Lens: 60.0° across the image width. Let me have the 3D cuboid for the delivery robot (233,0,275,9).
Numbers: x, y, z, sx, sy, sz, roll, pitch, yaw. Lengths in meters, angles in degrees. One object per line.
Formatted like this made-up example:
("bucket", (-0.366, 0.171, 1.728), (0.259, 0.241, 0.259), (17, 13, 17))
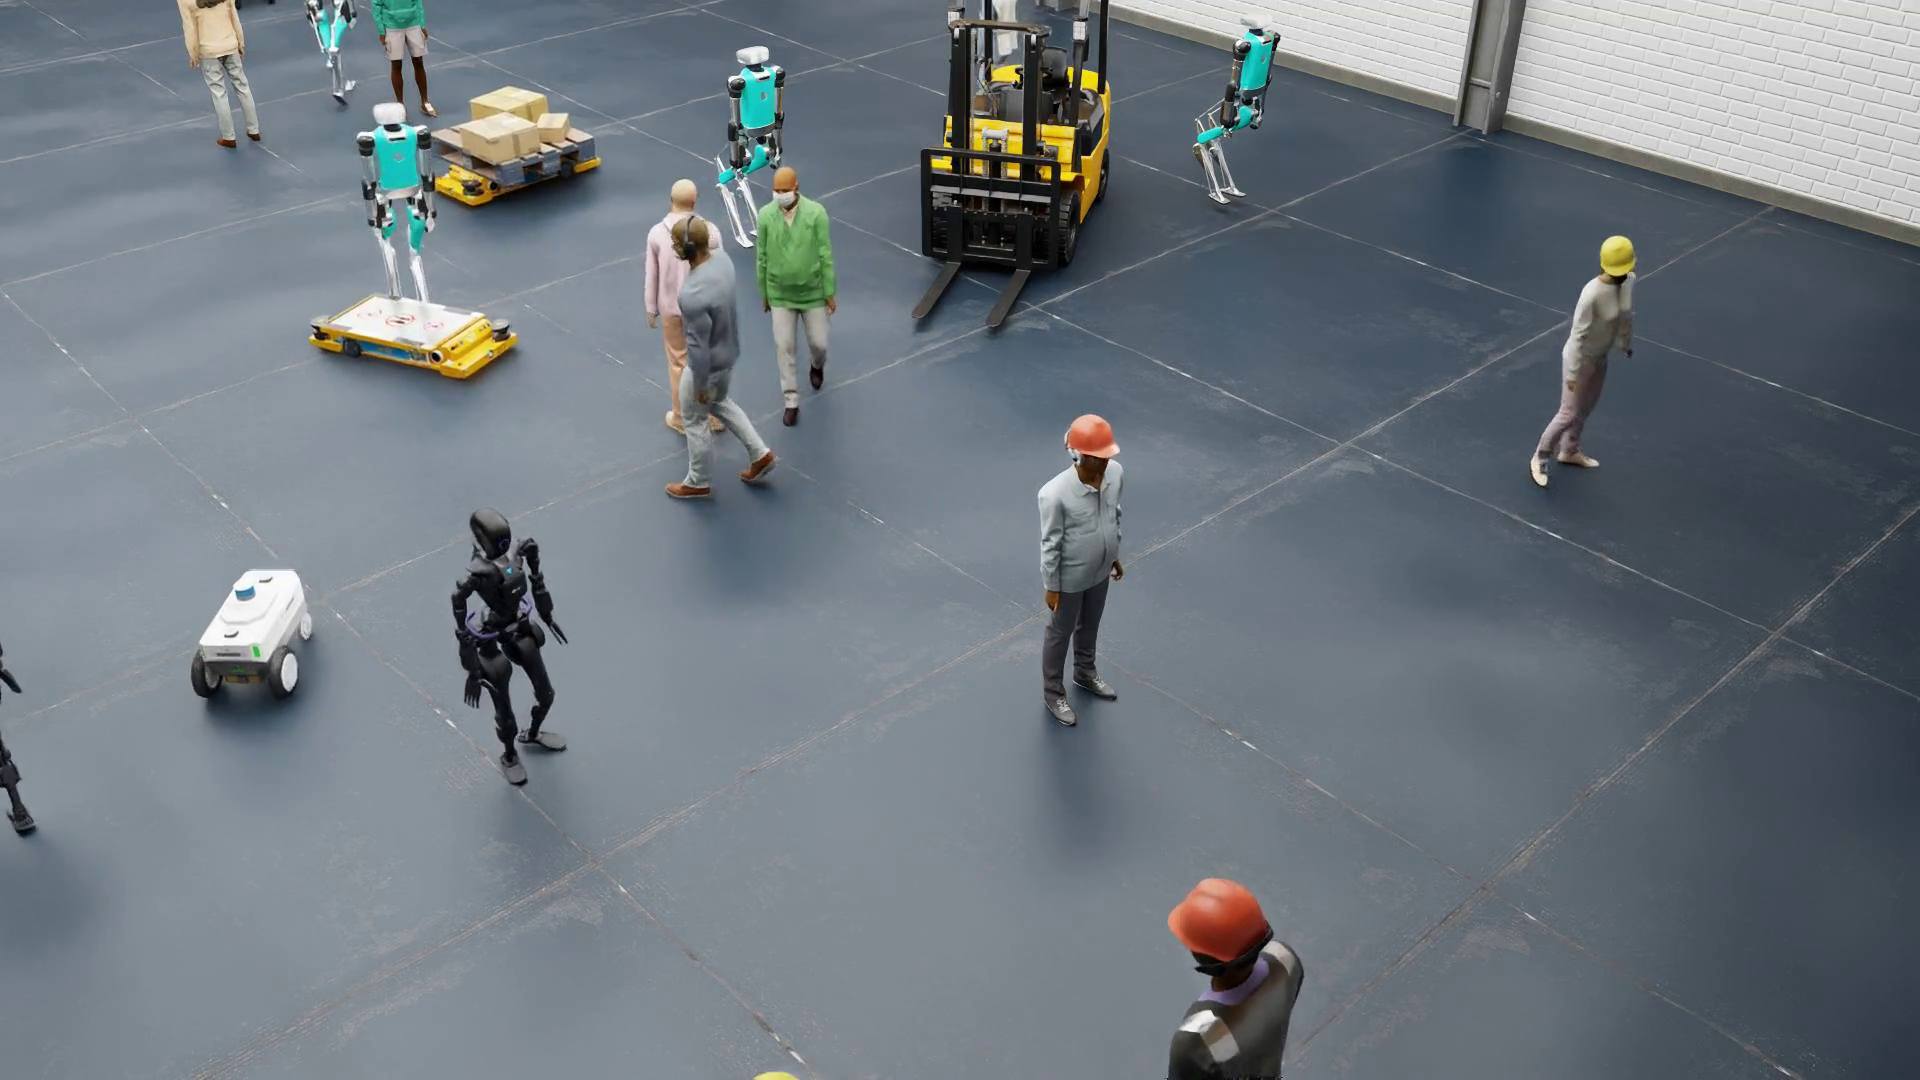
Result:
("delivery robot", (-8.852, -6.915, 20.532), (0.499, 0.587, 0.772), (-23, 40, -31))

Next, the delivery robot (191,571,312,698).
("delivery robot", (-3.878, 0.492, 9.147), (0.499, 0.587, 0.789), (0, 33, 0))

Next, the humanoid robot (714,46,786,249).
("humanoid robot", (-1.798, -3.286, 13.755), (0.533, 1.677, 0.735), (-27, 41, -35))

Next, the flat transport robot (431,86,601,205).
("flat transport robot", (-4.134, -3.470, 15.506), (0.659, 0.231, 1.431), (27, 42, 35))

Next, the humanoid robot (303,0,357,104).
("humanoid robot", (-6.527, -5.334, 17.082), (0.531, 1.779, 1.037), (-2, 33, -3))

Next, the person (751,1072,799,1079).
("person", (-0.582, 2.330, 5.147), (0.838, 1.833, 0.831), (-20, 38, -27))

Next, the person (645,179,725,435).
("person", (-1.807, -1.534, 11.166), (0.560, 1.767, 0.438), (-7, 34, -11))

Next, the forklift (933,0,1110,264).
("forklift", (0.570, -3.725, 14.138), (1.214, 2.155, 2.313), (9, 34, 13))

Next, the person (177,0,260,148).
("person", (-7.111, -4.702, 15.930), (0.405, 1.876, 0.555), (28, 42, 36))

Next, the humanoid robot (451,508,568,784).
("humanoid robot", (-2.214, 0.489, 8.133), (0.432, 1.632, 0.618), (19, 38, 27))

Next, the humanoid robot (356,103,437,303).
("humanoid robot", (-4.297, -2.528, 12.732), (0.552, 1.783, 0.792), (-17, 37, -24))

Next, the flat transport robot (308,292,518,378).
("flat transport robot", (-4.138, -1.553, 12.560), (1.431, 0.231, 0.659), (13, 35, 19))

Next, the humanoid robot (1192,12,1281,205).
("humanoid robot", (2.347, -3.820, 14.576), (0.533, 1.677, 0.735), (-27, 41, -35))

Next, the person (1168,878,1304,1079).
("person", (0.850, 1.920, 5.607), (0.428, 2.031, 0.634), (27, 42, 35))

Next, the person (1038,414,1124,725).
("person", (0.640, 0.137, 8.596), (0.558, 1.755, 0.319), (-26, 41, -34))

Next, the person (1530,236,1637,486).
("person", (4.054, -1.171, 10.627), (0.676, 1.742, 0.366), (-26, 41, -34))

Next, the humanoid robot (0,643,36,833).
("humanoid robot", (-4.777, 0.694, 7.830), (0.589, 1.636, 0.456), (-28, 42, -36))

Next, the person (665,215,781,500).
("person", (-1.541, -1.118, 10.379), (0.678, 1.918, 0.641), (8, 34, 11))

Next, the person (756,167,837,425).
("person", (-1.120, -1.704, 11.417), (0.564, 1.763, 0.675), (1, 33, 1))

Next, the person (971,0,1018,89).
("person", (0.299, -4.671, 15.862), (0.489, 1.899, 0.609), (11, 35, 16))

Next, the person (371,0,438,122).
("person", (-5.590, -5.144, 16.631), (0.505, 1.848, 0.379), (-17, 37, -24))
